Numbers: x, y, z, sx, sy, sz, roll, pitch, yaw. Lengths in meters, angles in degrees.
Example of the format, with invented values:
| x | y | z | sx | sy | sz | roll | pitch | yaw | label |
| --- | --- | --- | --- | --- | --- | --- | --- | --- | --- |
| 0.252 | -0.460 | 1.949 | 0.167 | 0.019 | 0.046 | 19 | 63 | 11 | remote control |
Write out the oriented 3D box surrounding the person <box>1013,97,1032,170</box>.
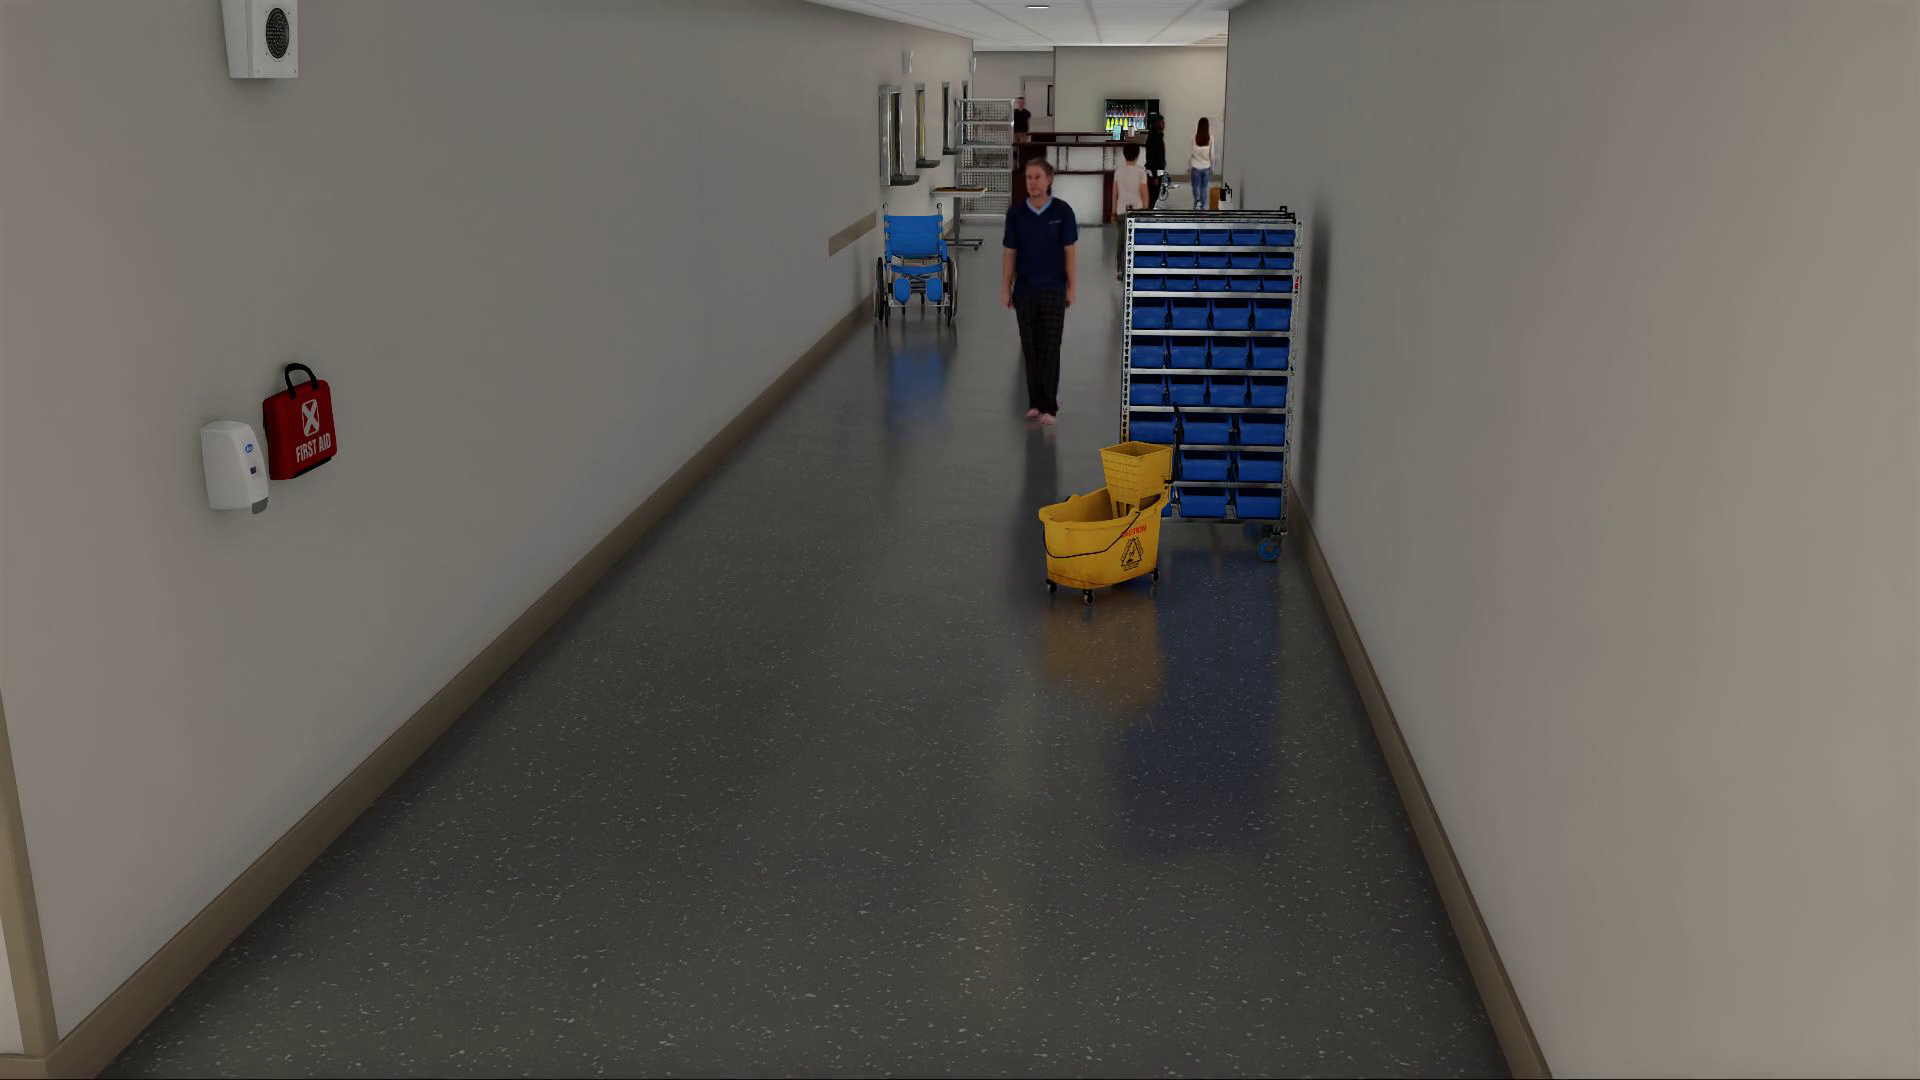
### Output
| x | y | z | sx | sy | sz | roll | pitch | yaw | label |
| --- | --- | --- | --- | --- | --- | --- | --- | --- | --- |
| 1.479 | -10.081 | 41.394 | 0.984 | 1.817 | 0.748 | 1 | 16 | 2 | person |

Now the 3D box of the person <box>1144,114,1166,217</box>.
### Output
| x | y | z | sx | sy | sz | roll | pitch | yaw | label |
| --- | --- | --- | --- | --- | --- | --- | --- | --- | --- |
| 3.024 | -5.715 | 25.911 | 0.607 | 1.815 | 0.687 | 4 | 16 | 13 | person |

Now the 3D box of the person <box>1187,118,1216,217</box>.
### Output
| x | y | z | sx | sy | sz | roll | pitch | yaw | label |
| --- | --- | --- | --- | --- | --- | --- | --- | --- | --- |
| 4.082 | -6.264 | 28.119 | 0.914 | 1.673 | 0.681 | 1 | 16 | 4 | person |

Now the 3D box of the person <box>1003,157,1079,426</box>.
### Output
| x | y | z | sx | sy | sz | roll | pitch | yaw | label |
| --- | --- | --- | --- | --- | --- | --- | --- | --- | --- |
| 0.586 | -1.763 | 11.833 | 0.779 | 1.847 | 0.803 | 4 | 16 | 14 | person |

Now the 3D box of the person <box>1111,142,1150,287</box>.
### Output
| x | y | z | sx | sy | sz | roll | pitch | yaw | label |
| --- | --- | --- | --- | --- | --- | --- | --- | --- | --- |
| 1.949 | -3.773 | 19.340 | 0.644 | 1.643 | 0.717 | 6 | 17 | 21 | person |
